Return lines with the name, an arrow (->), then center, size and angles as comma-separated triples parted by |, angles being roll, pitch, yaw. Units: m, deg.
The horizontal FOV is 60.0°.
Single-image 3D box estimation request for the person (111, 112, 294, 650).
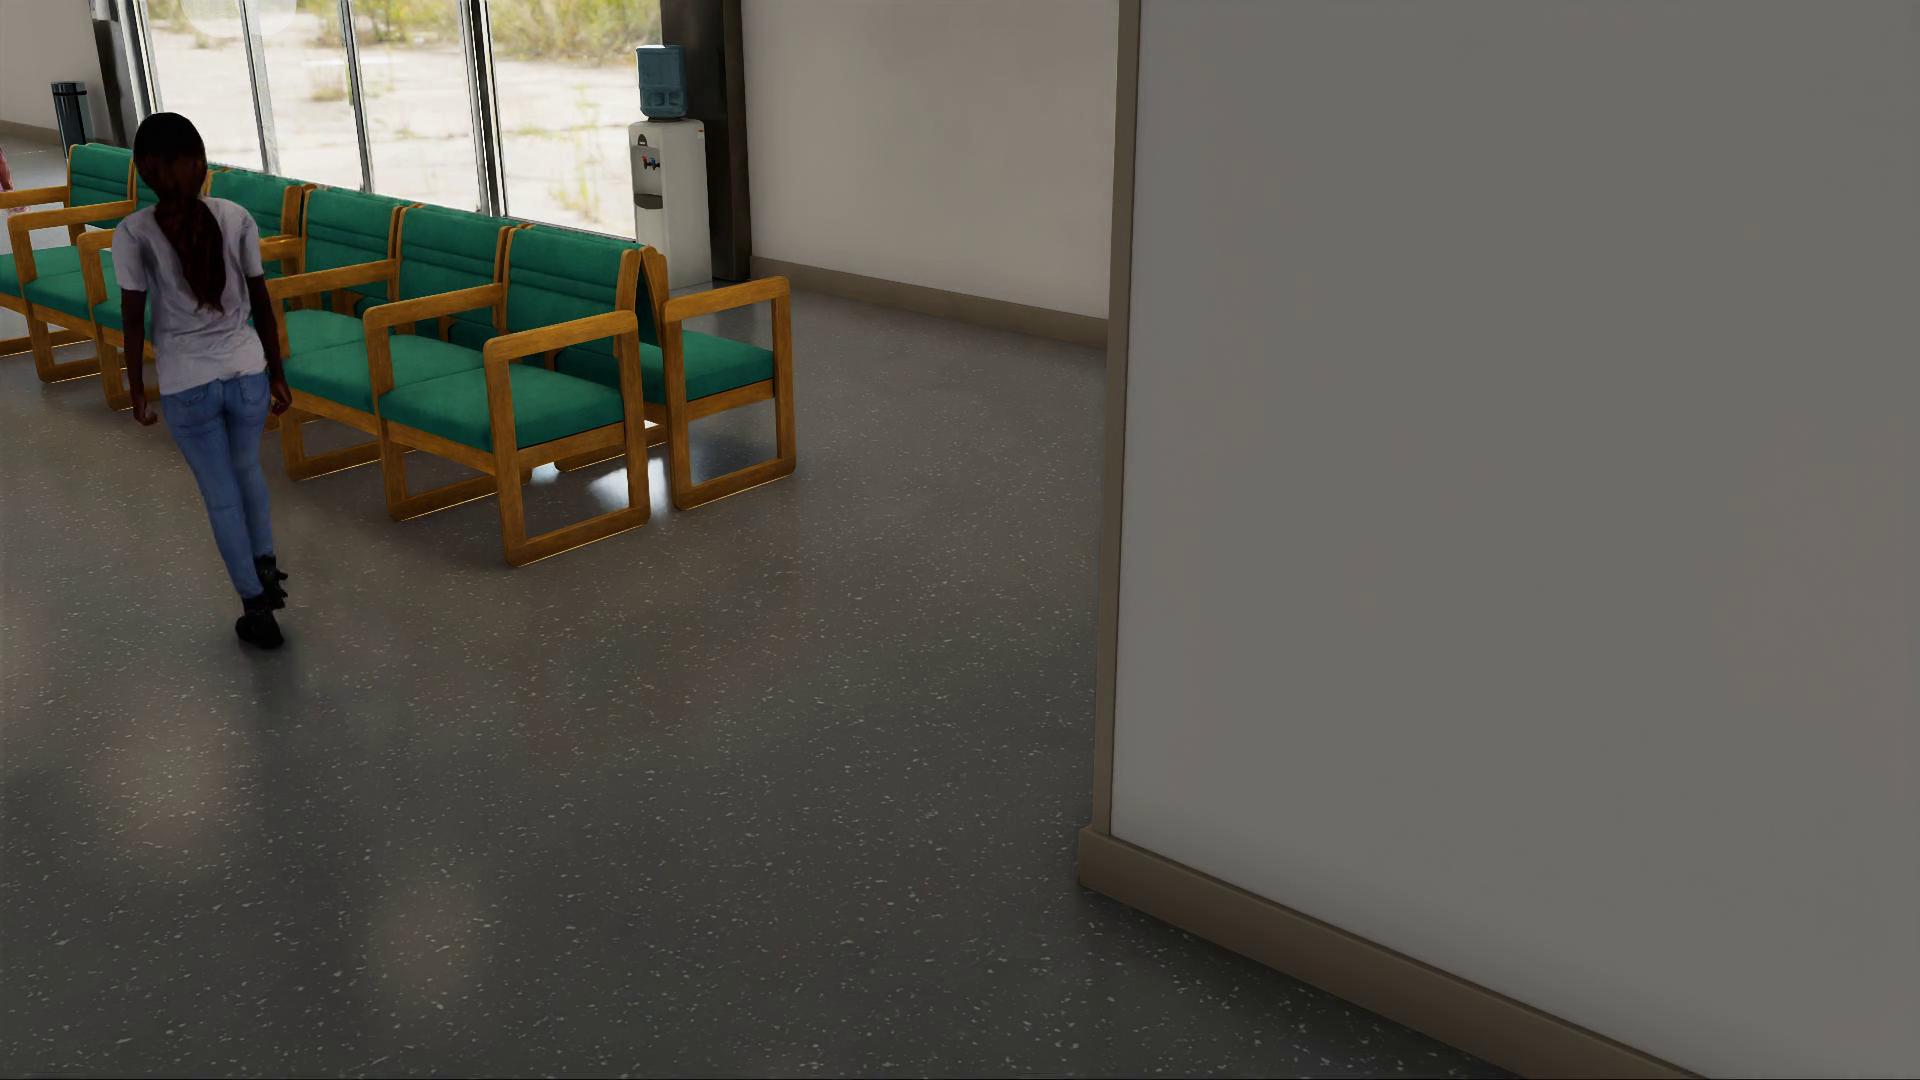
person -> -2.315, -0.460, 5.239 | 0.590, 1.715, 0.695 | -19, 28, -41
